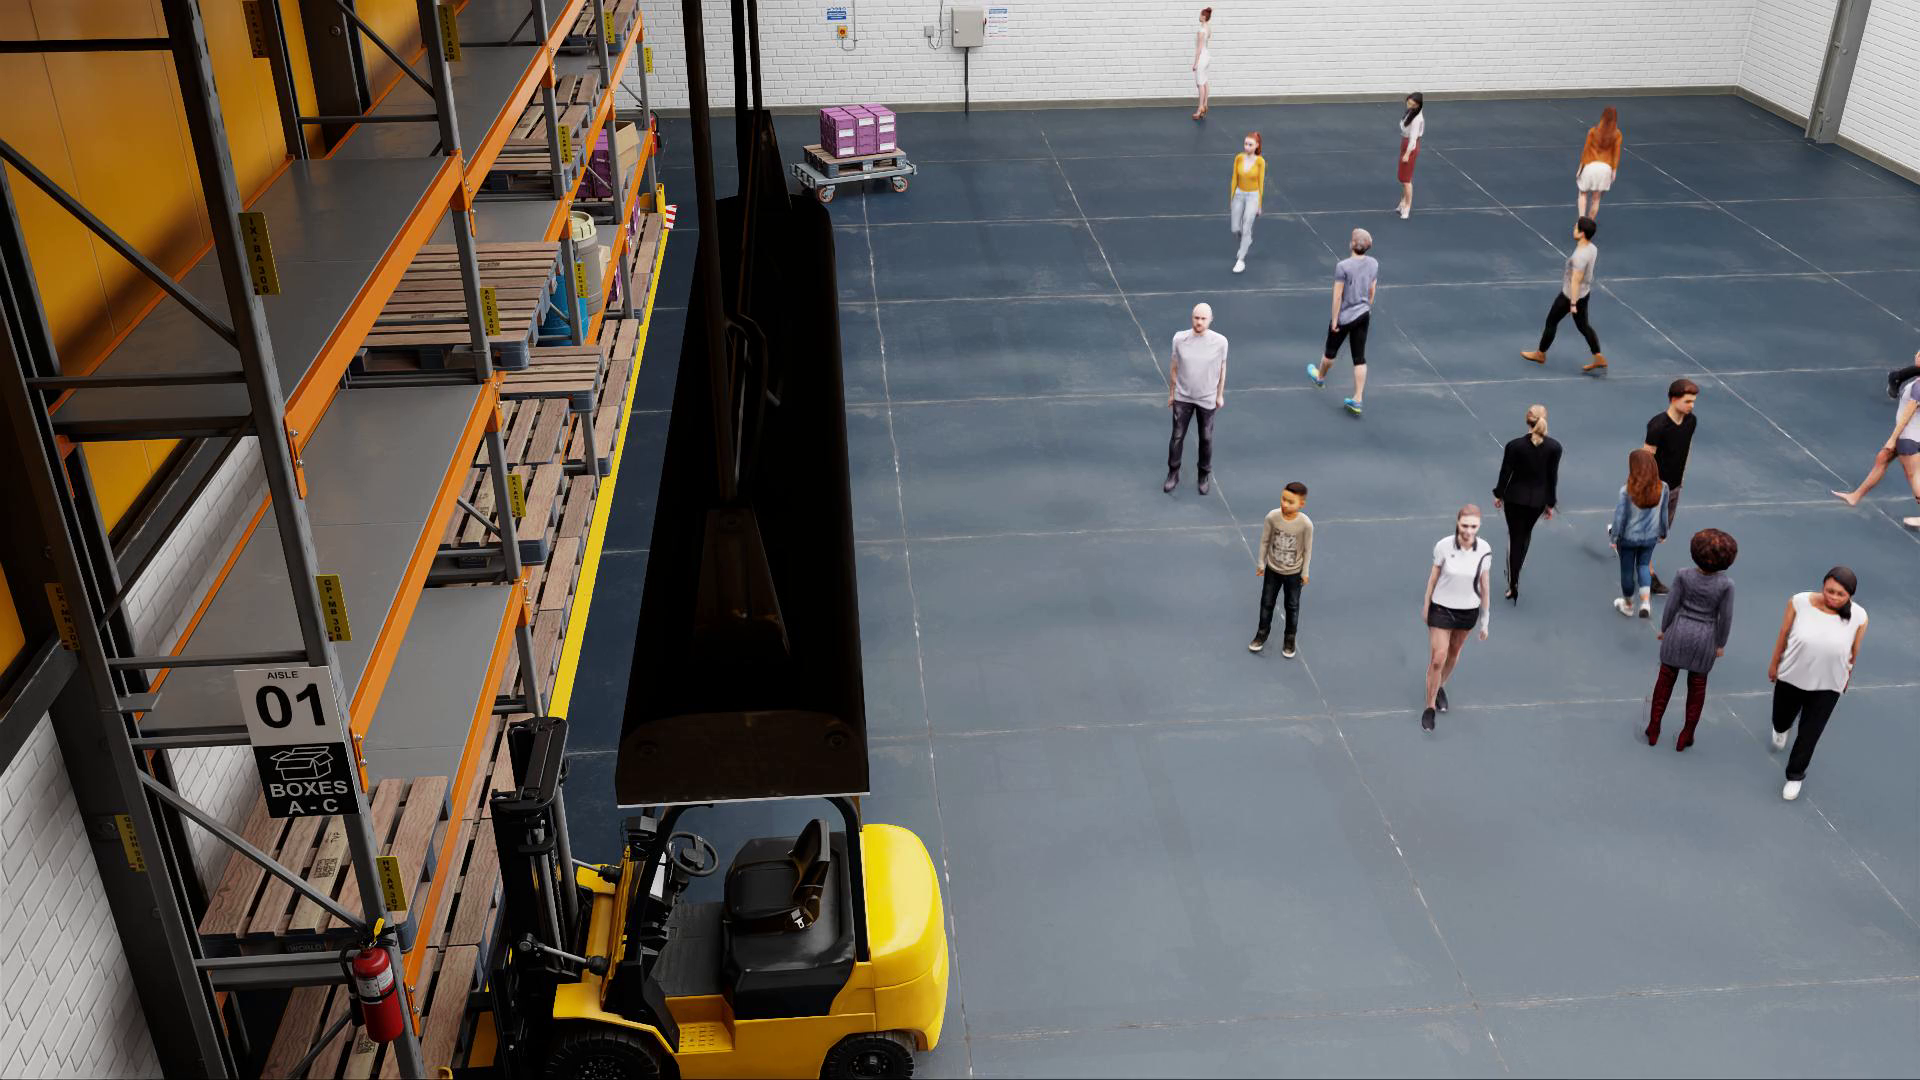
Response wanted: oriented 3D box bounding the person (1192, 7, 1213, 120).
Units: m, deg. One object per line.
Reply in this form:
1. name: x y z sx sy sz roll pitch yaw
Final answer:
1. person: 3.975 -7.804 27.209 0.702 1.791 0.600 15 32 26

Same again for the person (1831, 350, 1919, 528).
1. person: 8.440 -0.874 14.624 1.142 1.676 1.082 22 35 34

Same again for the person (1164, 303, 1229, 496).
1. person: 2.171 -1.314 15.268 0.731 1.831 0.679 6 29 11

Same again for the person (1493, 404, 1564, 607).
1. person: 4.592 -0.243 13.463 0.714 1.681 0.839 2 29 4

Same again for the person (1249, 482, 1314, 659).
1. person: 2.517 0.208 12.862 0.626 1.463 0.631 11 30 19

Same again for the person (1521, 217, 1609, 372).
1. person: 6.650 -2.583 17.747 1.184 1.685 1.081 24 37 37

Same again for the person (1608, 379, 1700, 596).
1. person: 5.729 -0.501 13.763 0.923 1.845 1.148 -13 31 -22

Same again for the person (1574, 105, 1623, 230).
1. person: 8.350 -4.809 21.801 0.740 1.710 0.731 9 30 15

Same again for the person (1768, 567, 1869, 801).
1. person: 5.835 0.900 11.389 1.020 1.659 1.140 17 33 28

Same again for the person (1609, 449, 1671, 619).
1. person: 5.423 0.004 13.237 0.620 1.461 0.692 1 29 2

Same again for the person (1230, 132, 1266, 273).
1. person: 3.604 -4.224 20.700 0.825 1.738 0.945 14 32 24

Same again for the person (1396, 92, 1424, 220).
1. person: 6.104 -5.269 22.623 0.751 1.731 0.505 8 30 14

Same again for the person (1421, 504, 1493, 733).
1. person: 3.580 0.478 12.087 0.638 1.731 0.838 0 29 1

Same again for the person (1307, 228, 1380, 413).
1. person: 4.005 -2.185 16.859 0.835 1.836 1.261 -7 29 -13

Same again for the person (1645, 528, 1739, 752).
1. person: 5.139 0.706 11.693 0.667 1.709 0.685 15 32 25
